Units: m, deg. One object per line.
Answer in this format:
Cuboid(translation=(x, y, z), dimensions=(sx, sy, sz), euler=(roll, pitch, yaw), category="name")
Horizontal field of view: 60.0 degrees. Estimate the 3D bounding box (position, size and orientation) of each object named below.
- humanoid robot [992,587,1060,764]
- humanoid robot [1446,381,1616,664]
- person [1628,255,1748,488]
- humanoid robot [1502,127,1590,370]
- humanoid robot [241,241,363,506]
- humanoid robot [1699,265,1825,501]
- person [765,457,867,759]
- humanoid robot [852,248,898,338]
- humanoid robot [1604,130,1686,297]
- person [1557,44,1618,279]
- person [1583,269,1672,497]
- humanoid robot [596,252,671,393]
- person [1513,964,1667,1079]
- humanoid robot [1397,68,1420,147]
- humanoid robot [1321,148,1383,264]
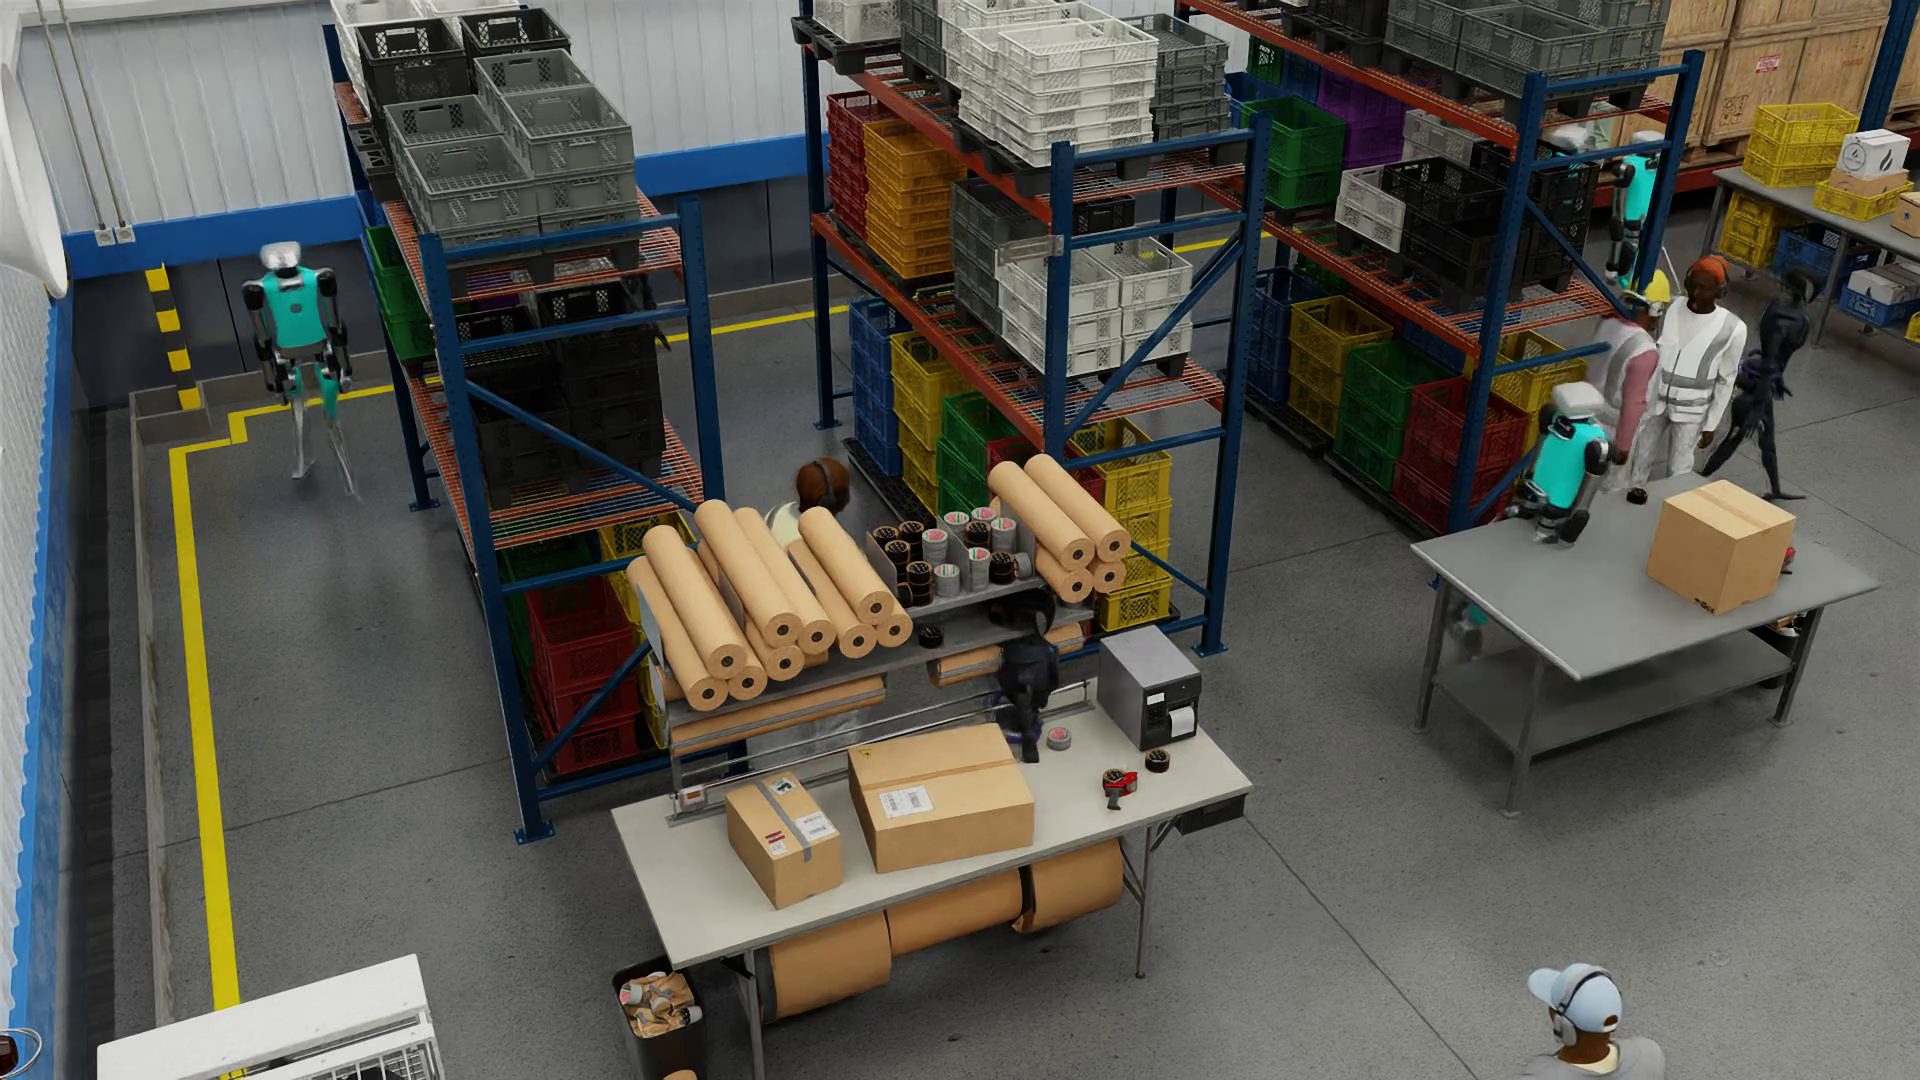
Cuboid(translation=(0.227, 0.872, 7.222), dimensions=(0.478, 1.644, 0.590), euler=(2, 32, 3), category="humanoid robot")
Cuboid(translation=(2.778, 0.061, 8.479), dimensions=(0.797, 1.774, 0.546), euler=(-7, 32, -12), category="humanoid robot")
Cuboid(translation=(4.140, -0.762, 9.668), dimensions=(0.574, 1.884, 0.356), euler=(26, 40, 36), category="person")
Cuboid(translation=(4.051, -2.154, 12.081), dimensions=(0.813, 1.792, 0.543), euler=(22, 38, 31), category="humanoid robot")
Cuboid(translation=(-4.095, -1.093, 10.371), dimensions=(0.531, 1.784, 0.850), euler=(-16, 35, -24), category="humanoid robot")
Cuboid(translation=(4.940, -0.923, 10.150), dimensions=(0.707, 1.626, 0.591), euler=(20, 37, 30), category="humanoid robot")
Cuboid(translation=(-0.615, 0.442, 7.753), dimensions=(0.429, 1.841, 0.633), euler=(-23, 39, -33), category="person")
Cuboid(translation=(-0.550, -2.050, 12.001), dimensions=(0.780, 1.884, 0.552), euler=(5, 32, 9), category="humanoid robot")
Cuboid(translation=(4.859, -1.969, 11.700), dimensions=(0.545, 1.725, 0.704), euler=(-24, 39, -33), category="humanoid robot")
Cuboid(translation=(4.943, -3.046, 13.316), dimensions=(0.386, 1.946, 0.613), euler=(-4, 32, -6), category="person")
Cuboid(translation=(3.733, -0.699, 9.648), dimensions=(0.551, 1.794, 0.623), euler=(-2, 32, -3), category="person")
Cuboid(translation=(-2.218, -1.338, 10.828), dimensions=(0.704, 1.636, 0.589), euler=(19, 36, 28), category="humanoid robot")
Cuboid(translation=(1.810, 2.013, 5.195), dimensions=(0.587, 1.849, 0.389), euler=(-13, 34, -20), category="person")
Cuboid(translation=(3.660, -3.255, 13.899), dimensions=(0.315, 1.657, 0.599), euler=(1, 32, 1), category="humanoid robot")
Cuboid(translation=(2.962, -2.443, 12.595), dimensions=(0.600, 1.638, 0.402), euler=(-15, 35, -23), category="humanoid robot")
